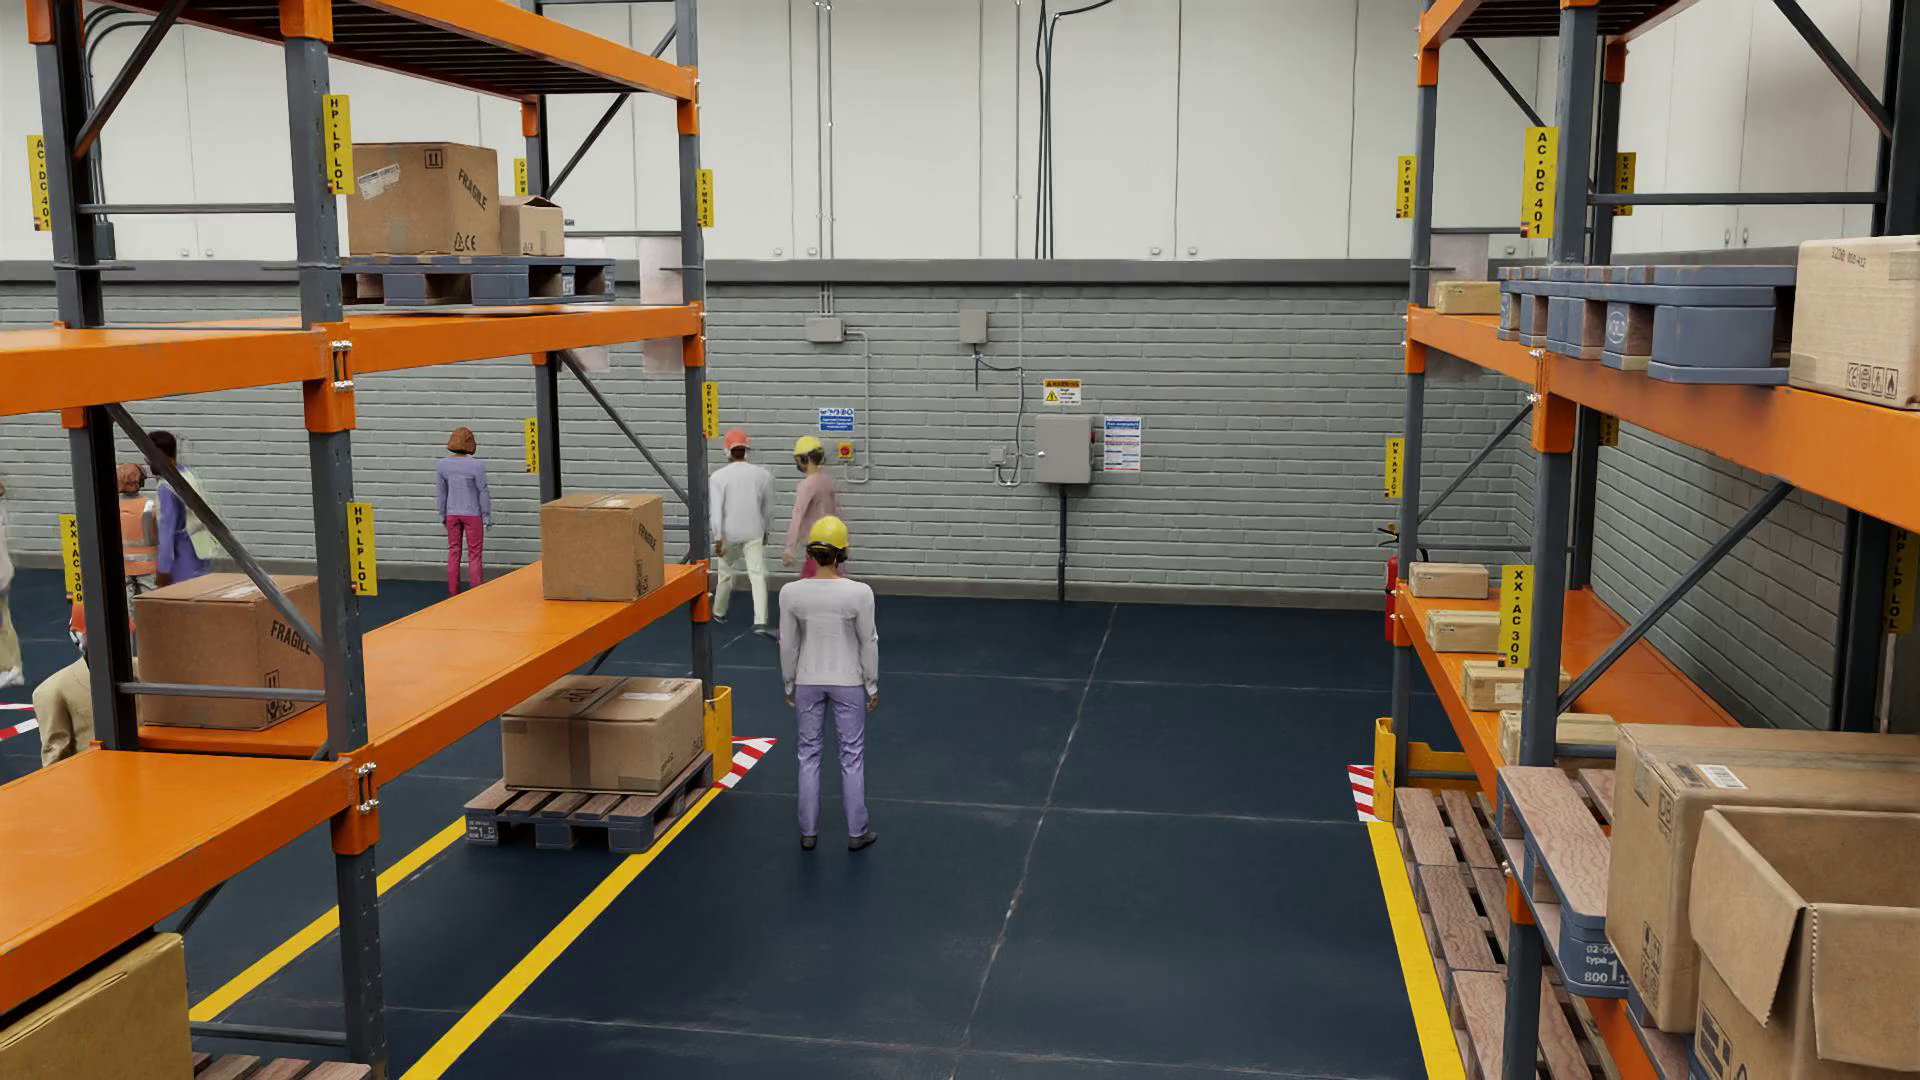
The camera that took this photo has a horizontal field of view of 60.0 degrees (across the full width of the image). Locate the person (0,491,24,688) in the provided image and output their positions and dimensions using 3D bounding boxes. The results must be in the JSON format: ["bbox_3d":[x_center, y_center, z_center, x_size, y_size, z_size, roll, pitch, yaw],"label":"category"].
[{"bbox_3d":[-6.996,0.294,11.987,0.380,1.617,0.500,-5,10,-28],"label":"person"}]

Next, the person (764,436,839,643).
[{"bbox_3d":[-1.204,0.043,13.210,0.894,1.704,0.638,3,10,17],"label":"person"}]

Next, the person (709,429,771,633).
[{"bbox_3d":[-1.856,-0.086,14.068,0.587,1.701,0.926,-5,10,-28],"label":"person"}]

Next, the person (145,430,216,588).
[{"bbox_3d":[-5.621,0.121,12.232,0.776,1.884,0.608,-3,10,-18],"label":"person"}]

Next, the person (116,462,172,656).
[{"bbox_3d":[-6.032,0.247,12.215,0.513,1.638,0.307,-1,9,-5],"label":"person"}]

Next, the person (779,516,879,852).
[{"bbox_3d":[-0.679,0.753,8.693,0.524,1.770,0.315,1,9,8],"label":"person"}]

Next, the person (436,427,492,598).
[{"bbox_3d":[-4.463,-0.204,15.005,0.507,1.632,0.275,2,9,14],"label":"person"}]

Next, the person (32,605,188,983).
[{"bbox_3d":[-3.476,1.059,6.847,0.330,1.751,0.563,4,10,24],"label":"person"}]
